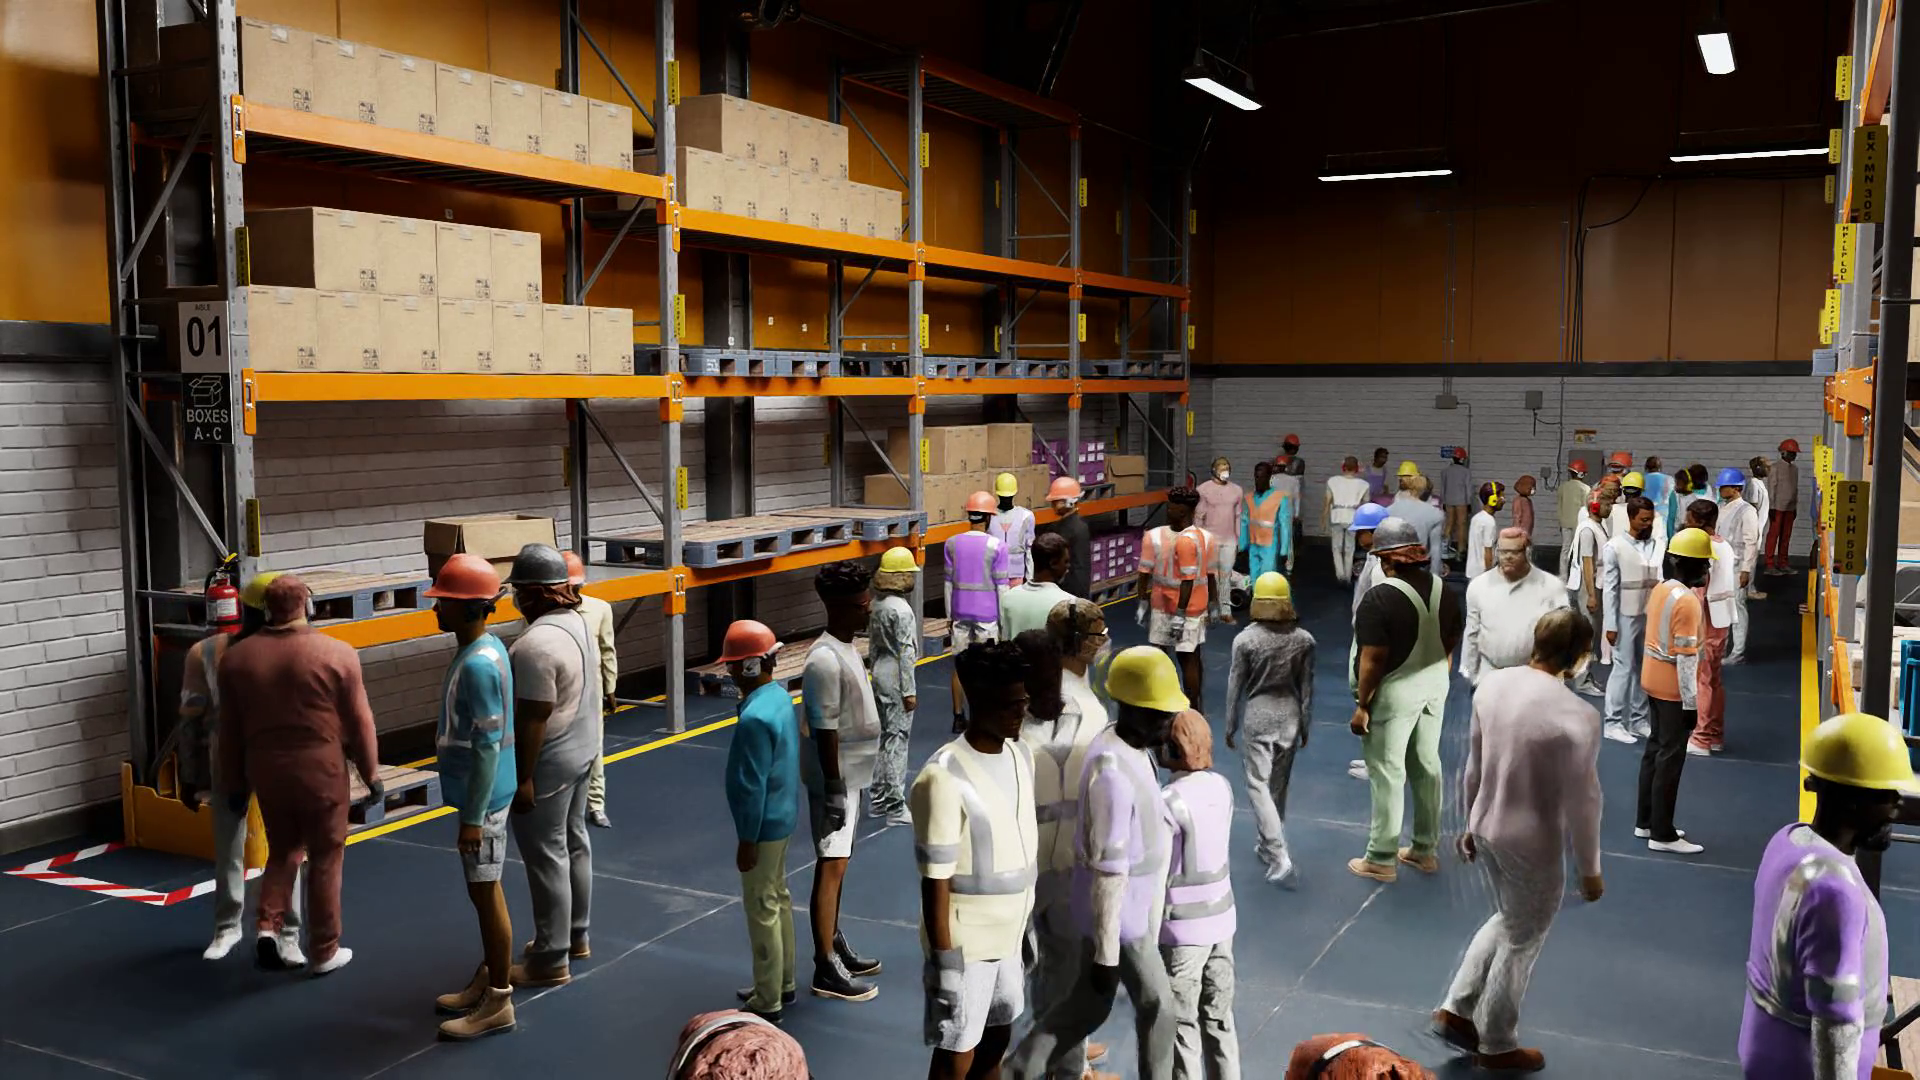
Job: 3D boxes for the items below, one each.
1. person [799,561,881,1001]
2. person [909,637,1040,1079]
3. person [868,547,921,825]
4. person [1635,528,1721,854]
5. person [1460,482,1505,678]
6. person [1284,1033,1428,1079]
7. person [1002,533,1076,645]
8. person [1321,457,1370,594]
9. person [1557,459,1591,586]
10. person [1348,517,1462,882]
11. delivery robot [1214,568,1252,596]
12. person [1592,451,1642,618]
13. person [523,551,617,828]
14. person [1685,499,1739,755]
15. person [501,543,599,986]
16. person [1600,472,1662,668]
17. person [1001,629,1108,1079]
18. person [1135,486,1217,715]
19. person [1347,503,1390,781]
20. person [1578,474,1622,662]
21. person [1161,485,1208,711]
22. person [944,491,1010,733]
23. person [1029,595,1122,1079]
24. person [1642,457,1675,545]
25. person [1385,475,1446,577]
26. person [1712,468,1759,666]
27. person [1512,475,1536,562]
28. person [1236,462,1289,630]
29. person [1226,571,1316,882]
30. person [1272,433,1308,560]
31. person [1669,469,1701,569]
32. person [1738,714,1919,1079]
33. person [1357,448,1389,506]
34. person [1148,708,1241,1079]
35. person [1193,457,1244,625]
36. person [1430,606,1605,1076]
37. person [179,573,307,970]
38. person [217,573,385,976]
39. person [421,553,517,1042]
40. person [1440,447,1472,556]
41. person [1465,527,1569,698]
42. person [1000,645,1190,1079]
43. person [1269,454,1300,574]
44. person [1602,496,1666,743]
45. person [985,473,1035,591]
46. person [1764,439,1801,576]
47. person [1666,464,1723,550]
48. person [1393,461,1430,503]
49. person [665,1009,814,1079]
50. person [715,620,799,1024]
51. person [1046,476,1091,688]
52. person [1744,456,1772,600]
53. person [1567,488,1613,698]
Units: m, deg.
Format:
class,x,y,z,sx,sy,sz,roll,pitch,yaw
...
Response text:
class,x,y,z,sx,sy,sz,roll,pitch,yaw
person,-0.542,1.070,7.556,0.367,1.966,0.604,0,5,2
person,0.069,1.278,5.402,0.378,1.958,0.607,3,6,33
person,-0.397,0.910,10.467,0.308,1.743,0.494,-3,6,-27
person,4.262,0.883,9.860,0.409,1.917,0.585,1,5,7
person,4.924,0.379,15.656,0.356,1.855,0.531,1,5,7
person,0.512,1.600,2.344,0.598,1.870,0.498,-2,6,-19
person,0.475,0.916,9.500,0.409,1.916,0.615,-5,7,-42
person,5.112,-0.186,22.030,0.636,1.797,0.896,1,5,8
person,8.359,-0.219,22.559,0.329,1.751,0.572,-3,6,-27
person,2.429,0.869,9.324,0.674,2.000,0.535,-3,6,-30
delivery robot,3.243,0.525,20.432,0.707,0.478,0.477,3,6,26
person,7.689,-0.046,19.486,0.414,1.985,0.635,-5,7,-43
person,-2.399,0.930,10.276,0.578,1.737,0.355,-2,6,-24
person,5.573,0.650,12.412,0.405,1.909,0.597,5,7,42
person,-1.962,1.014,7.765,0.535,2.000,0.681,1,5,6
person,6.513,0.294,16.221,0.591,1.911,0.398,2,6,24
person,0.307,1.252,6.179,0.683,1.888,0.422,-3,6,-33
person,1.756,0.524,13.556,0.659,1.950,0.418,1,5,6
person,2.904,0.707,11.626,0.418,1.939,0.608,1,5,14
person,6.419,0.283,16.512,0.576,1.880,0.351,1,5,10
person,1.781,0.542,13.239,0.366,1.966,0.603,1,5,14
person,0.145,0.580,13.076,0.548,1.925,0.392,2,6,25
person,0.436,1.179,6.532,0.372,1.940,0.631,0,5,-4
person,9.493,-0.242,22.723,0.638,1.792,1.019,3,6,32
person,4.446,0.290,16.459,0.663,1.885,0.982,2,6,23
person,7.565,0.262,16.351,0.389,1.946,0.614,-1,5,-11
person,7.033,0.007,20.769,0.283,1.633,0.499,4,7,36
person,3.388,0.078,18.567,0.429,1.903,0.605,-4,7,-35
person,1.753,1.031,9.336,0.496,1.716,0.773,-1,5,-10
person,5.140,-0.679,26.216,0.623,2.008,0.997,5,7,43
person,8.098,0.124,18.479,0.372,1.835,0.572,4,7,39
person,2.252,1.397,4.330,0.404,1.918,0.588,2,6,18
person,6.387,-0.529,25.749,0.521,1.777,0.890,-2,6,-23
person,0.802,1.395,5.871,0.320,1.631,0.515,5,7,41
person,2.967,0.017,19.036,0.630,1.940,0.372,-2,6,-20
person,2.231,1.201,6.513,0.431,1.908,0.664,-2,6,-16
person,-3.344,1.084,7.873,0.616,1.882,0.653,-2,6,-19
person,-3.060,1.096,7.728,0.690,1.883,0.466,0,5,2
person,-2.073,1.076,7.069,0.367,2.048,0.609,-2,6,-18
person,8.041,-0.622,26.888,0.341,1.752,0.563,-4,7,-40
person,3.534,0.838,10.580,0.635,1.872,0.956,2,6,22
person,0.478,1.278,5.763,0.899,1.885,0.594,0,5,3
person,4.657,-0.370,24.177,0.572,1.750,0.330,0,5,-3
person,5.192,0.610,12.856,0.599,1.905,0.391,-3,6,-26
person,0.431,0.315,15.942,0.584,1.918,0.376,0,5,-3
person,11.930,-0.473,24.074,0.612,1.986,0.407,-3,6,-29
person,8.986,-0.036,20.366,0.631,1.807,0.942,2,6,19
person,5.449,-0.046,20.276,0.403,1.833,0.590,-2,6,-25
person,-0.308,1.596,2.313,0.650,1.894,0.402,-4,7,-36
person,-0.885,1.214,7.239,0.355,1.737,0.576,0,5,4
person,0.914,0.455,14.042,0.384,1.996,0.613,-1,5,-10
person,10.245,-0.155,21.381,0.345,1.847,0.506,3,6,29
person,5.604,0.459,14.764,0.389,1.848,0.567,3,6,26
